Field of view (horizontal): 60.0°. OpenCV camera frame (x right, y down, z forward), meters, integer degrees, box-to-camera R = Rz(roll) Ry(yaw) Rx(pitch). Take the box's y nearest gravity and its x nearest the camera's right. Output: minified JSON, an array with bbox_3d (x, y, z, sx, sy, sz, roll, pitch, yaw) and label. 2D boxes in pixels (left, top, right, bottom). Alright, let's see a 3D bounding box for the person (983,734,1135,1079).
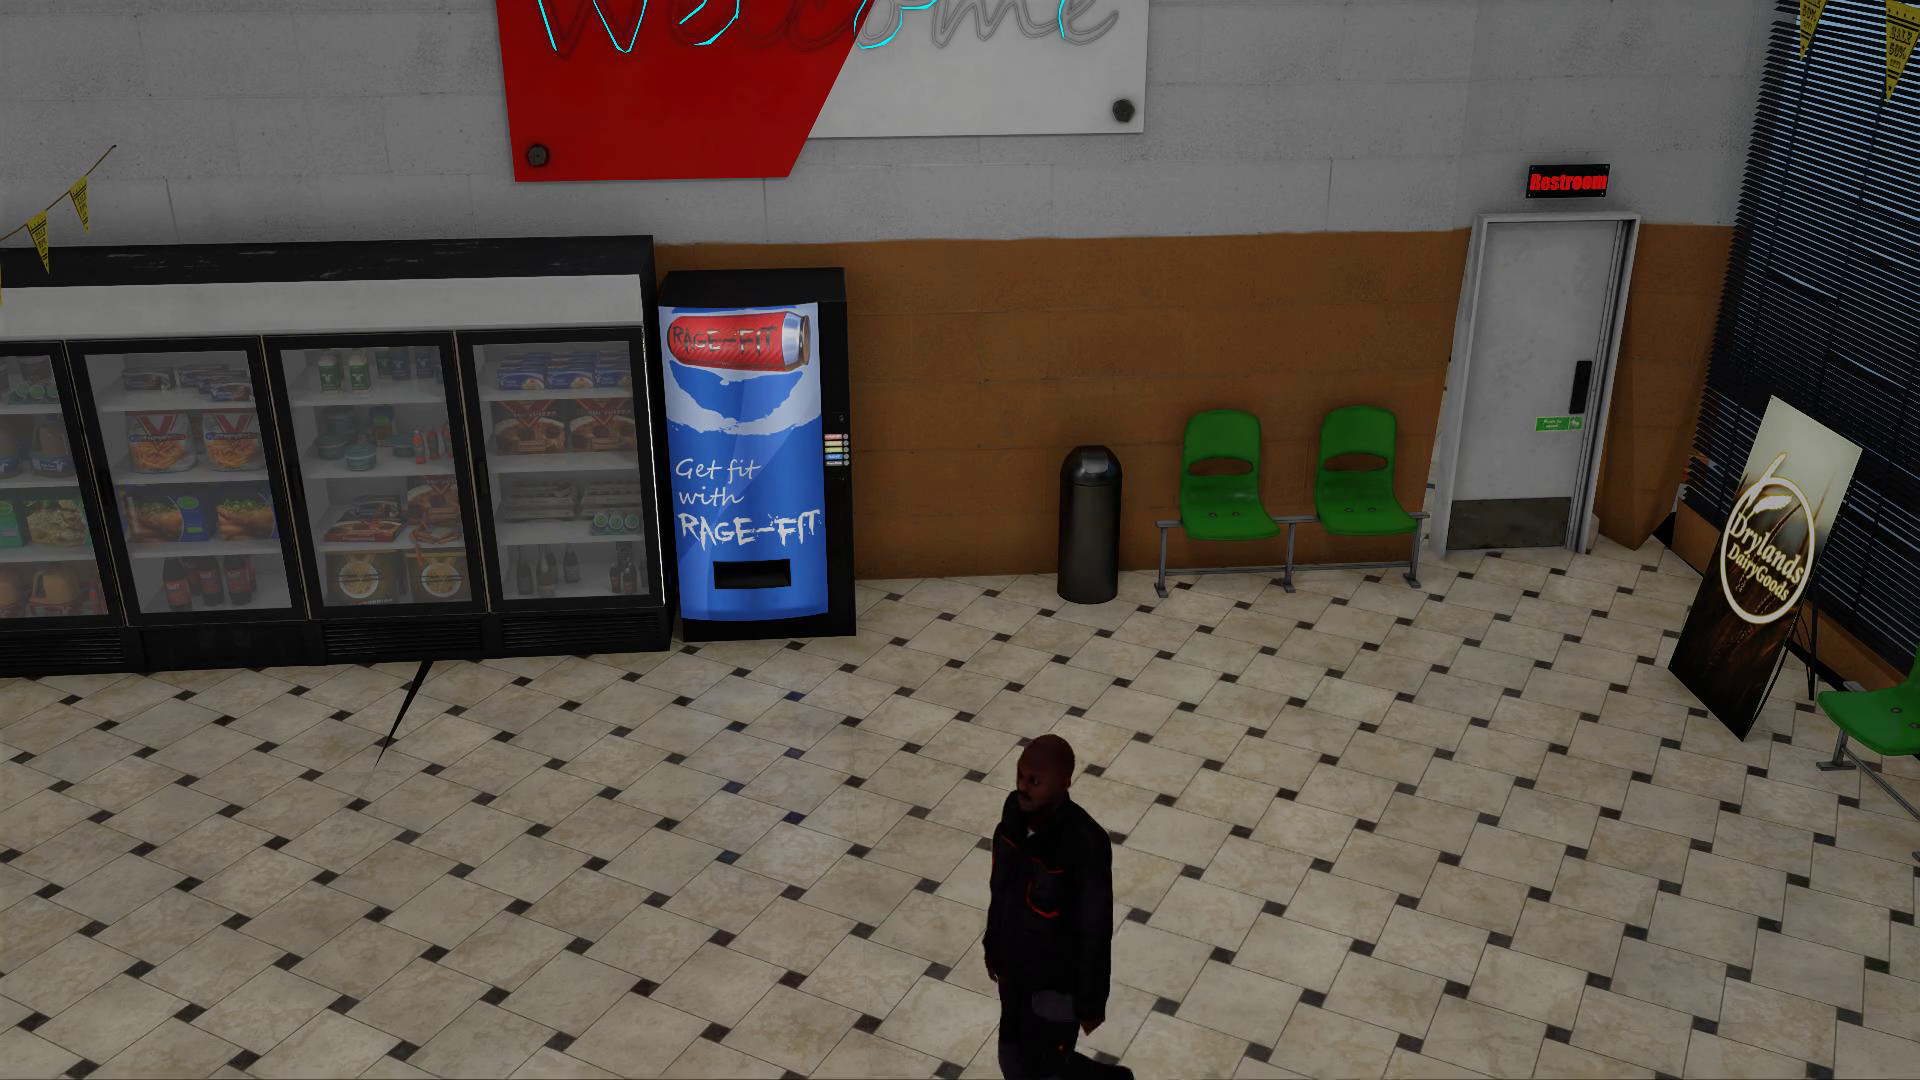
[{"bbox_3d":[0.373,1.449,5.868,0.991,1.805,0.954,-18,29,-35],"label":"person"}]
